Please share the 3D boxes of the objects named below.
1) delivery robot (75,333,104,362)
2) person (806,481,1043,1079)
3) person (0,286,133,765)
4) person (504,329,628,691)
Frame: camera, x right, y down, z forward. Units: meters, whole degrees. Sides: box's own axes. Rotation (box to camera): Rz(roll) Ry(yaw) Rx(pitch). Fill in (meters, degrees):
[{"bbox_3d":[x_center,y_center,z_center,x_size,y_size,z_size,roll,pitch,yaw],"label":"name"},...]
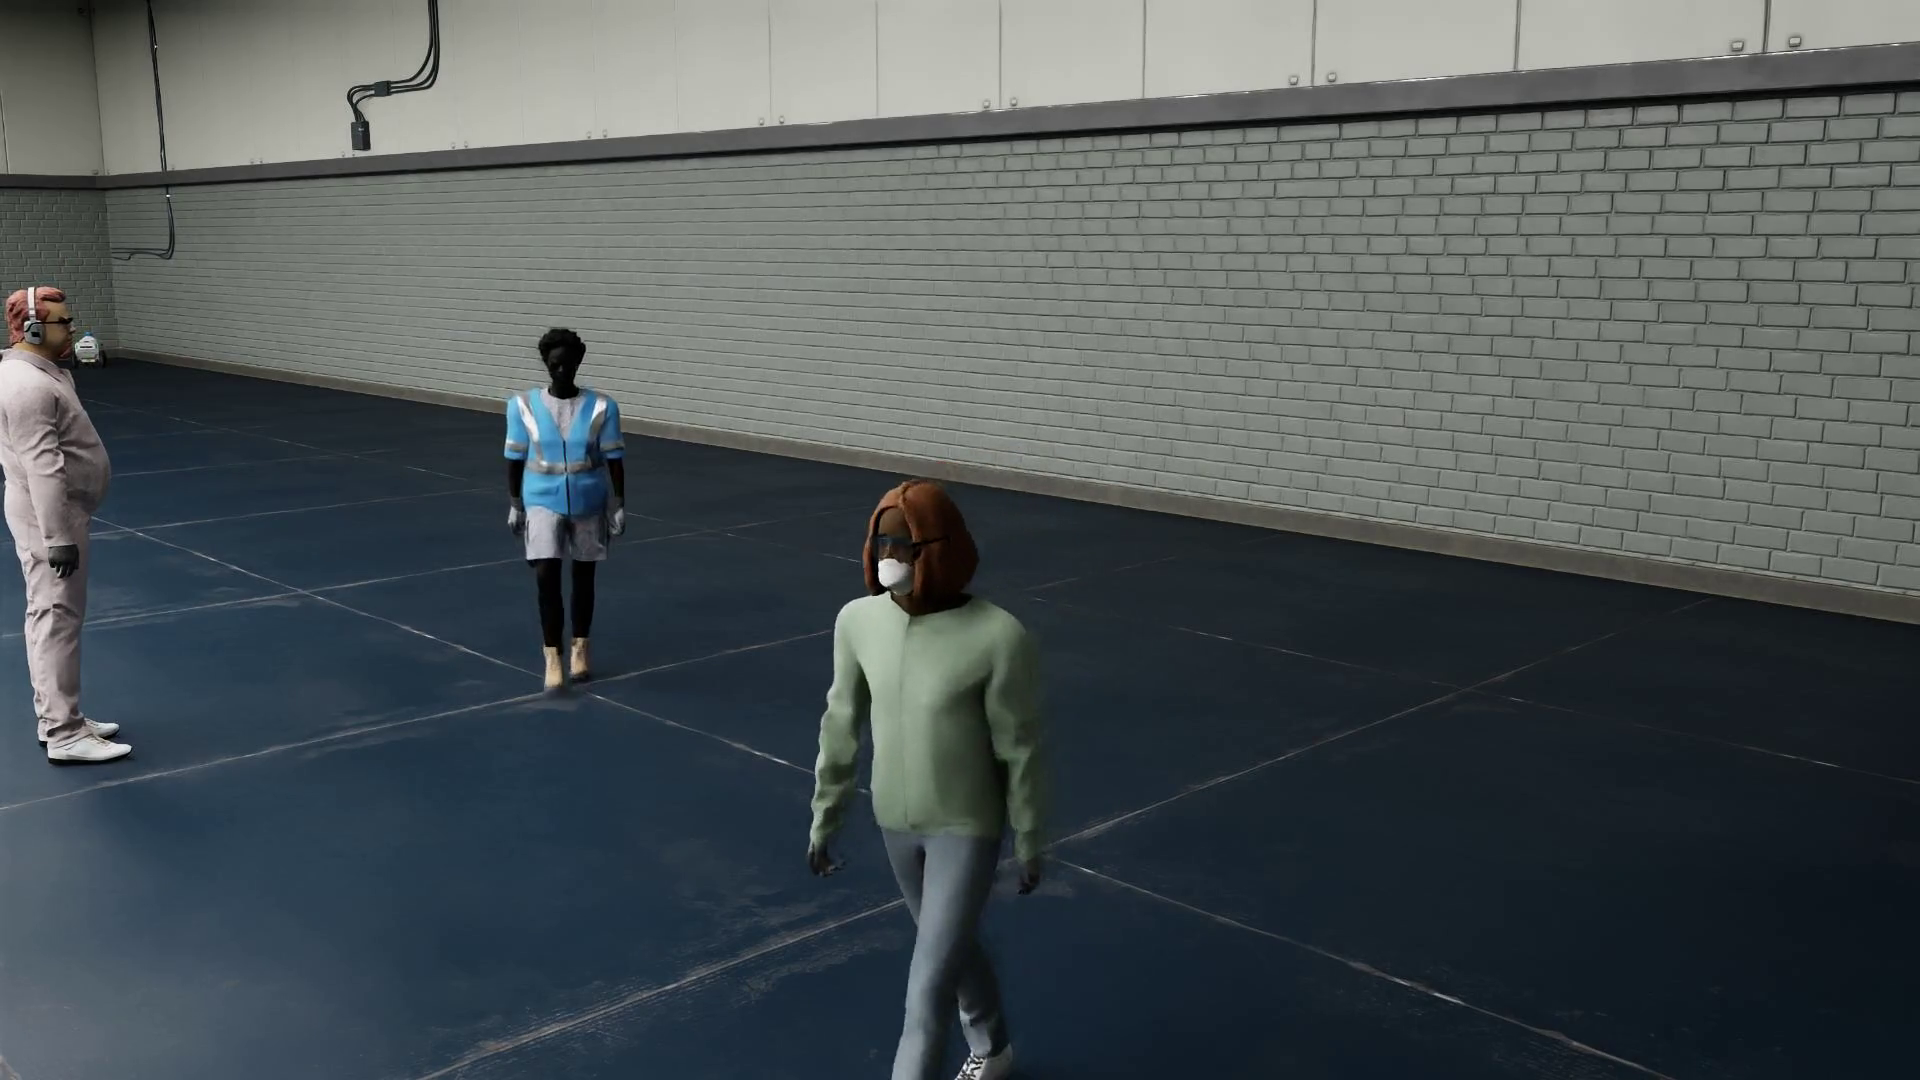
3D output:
[{"bbox_3d":[-14.101,-3.116,26.933,0.477,0.478,0.707,-4,11,-20],"label":"delivery robot"},{"bbox_3d":[-0.077,0.647,3.748,0.517,1.581,0.871,7,13,34],"label":"person"},{"bbox_3d":[-3.642,-0.061,6.726,0.407,1.908,0.642,-7,12,-32],"label":"person"},{"bbox_3d":[-1.815,-0.134,7.725,0.558,1.671,0.656,-3,11,-16],"label":"person"}]
